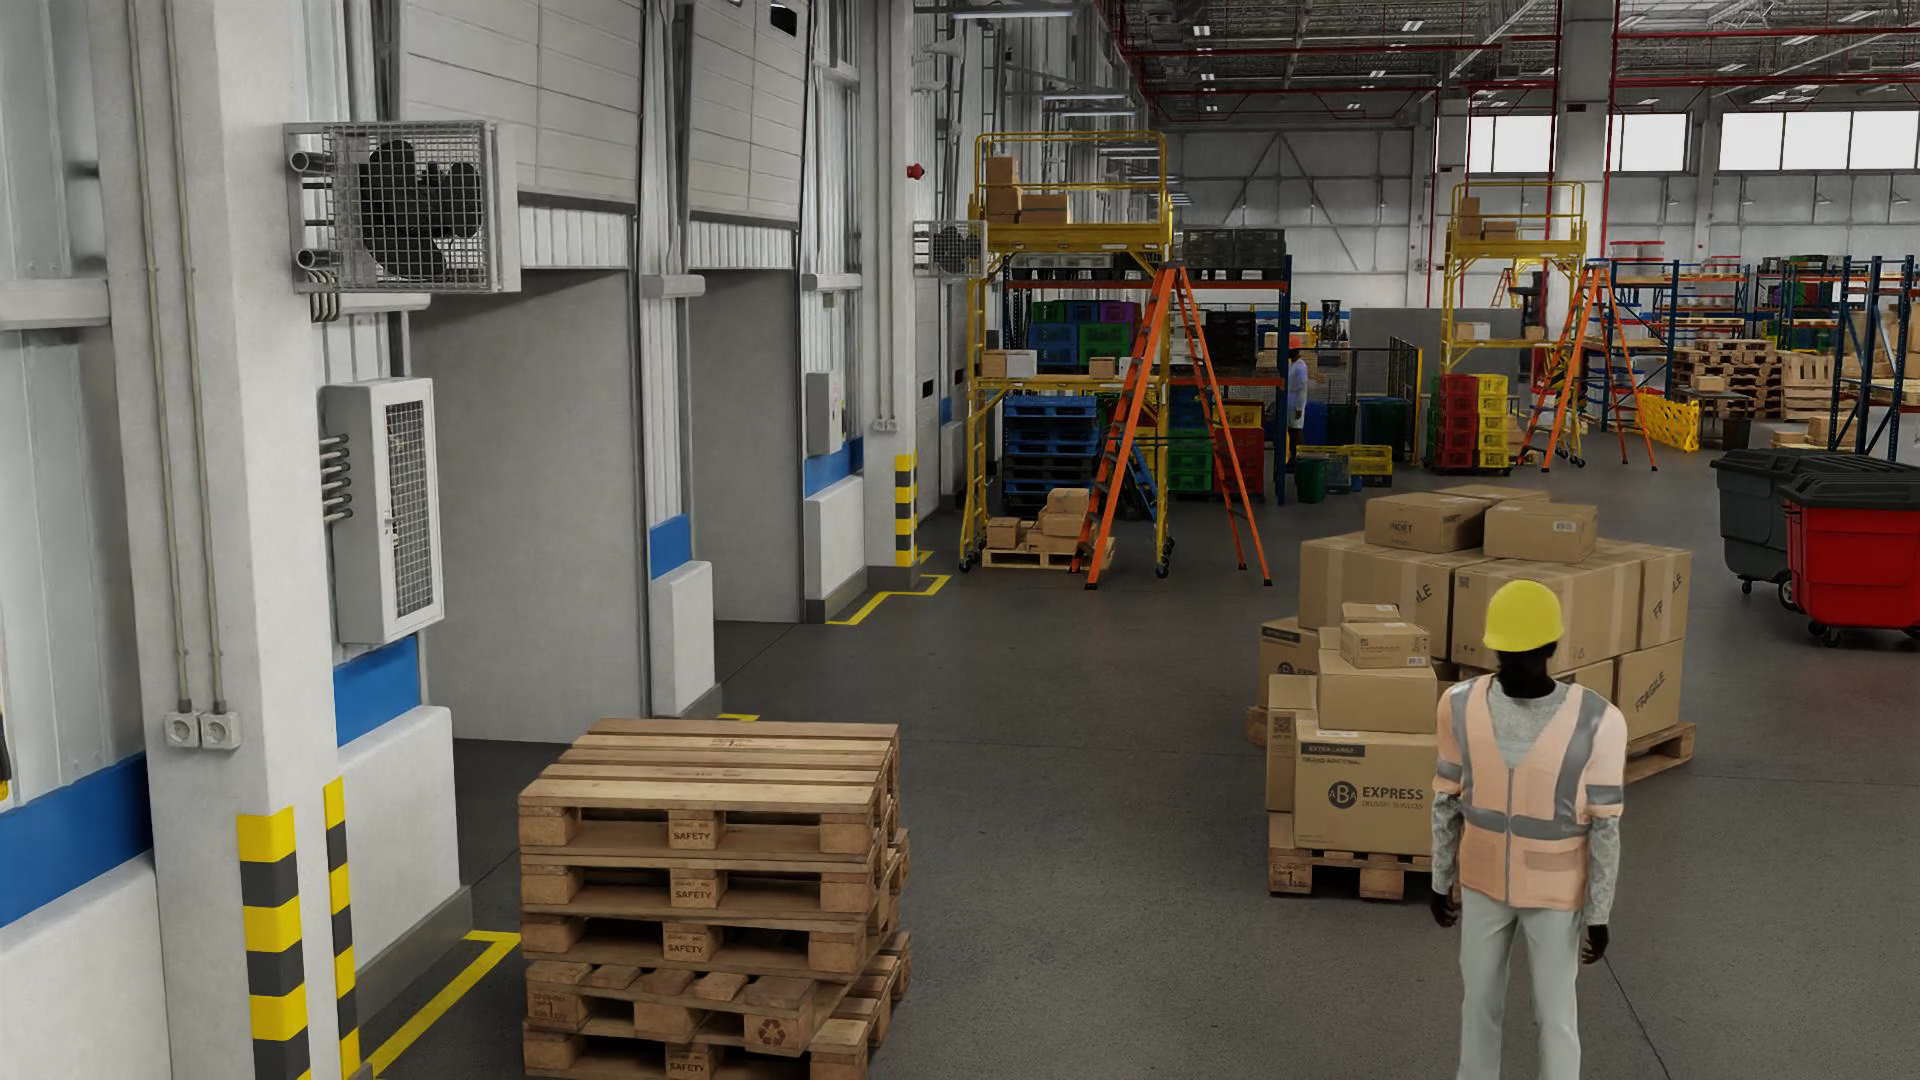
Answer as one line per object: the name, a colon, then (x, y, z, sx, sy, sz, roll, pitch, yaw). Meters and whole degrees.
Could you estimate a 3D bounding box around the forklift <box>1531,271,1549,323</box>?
forklift: (14.835, -5.369, 41.877, 1.873, 2.768, 1.129, -6, 11, -35)

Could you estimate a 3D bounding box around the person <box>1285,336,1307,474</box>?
person: (4.666, -1.893, 23.362, 0.376, 1.929, 0.551, -1, 9, -7)

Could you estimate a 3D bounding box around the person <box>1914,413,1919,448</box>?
person: (15.591, -2.333, 26.678, 0.323, 1.737, 0.487, 8, 12, 42)

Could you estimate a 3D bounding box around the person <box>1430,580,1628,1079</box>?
person: (1.736, 1.065, 5.165, 0.588, 1.918, 0.397, 7, 11, 36)

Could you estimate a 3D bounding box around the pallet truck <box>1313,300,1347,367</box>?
pallet truck: (11.159, -6.200, 49.718, 0.823, 1.965, 1.885, 4, 10, 26)
